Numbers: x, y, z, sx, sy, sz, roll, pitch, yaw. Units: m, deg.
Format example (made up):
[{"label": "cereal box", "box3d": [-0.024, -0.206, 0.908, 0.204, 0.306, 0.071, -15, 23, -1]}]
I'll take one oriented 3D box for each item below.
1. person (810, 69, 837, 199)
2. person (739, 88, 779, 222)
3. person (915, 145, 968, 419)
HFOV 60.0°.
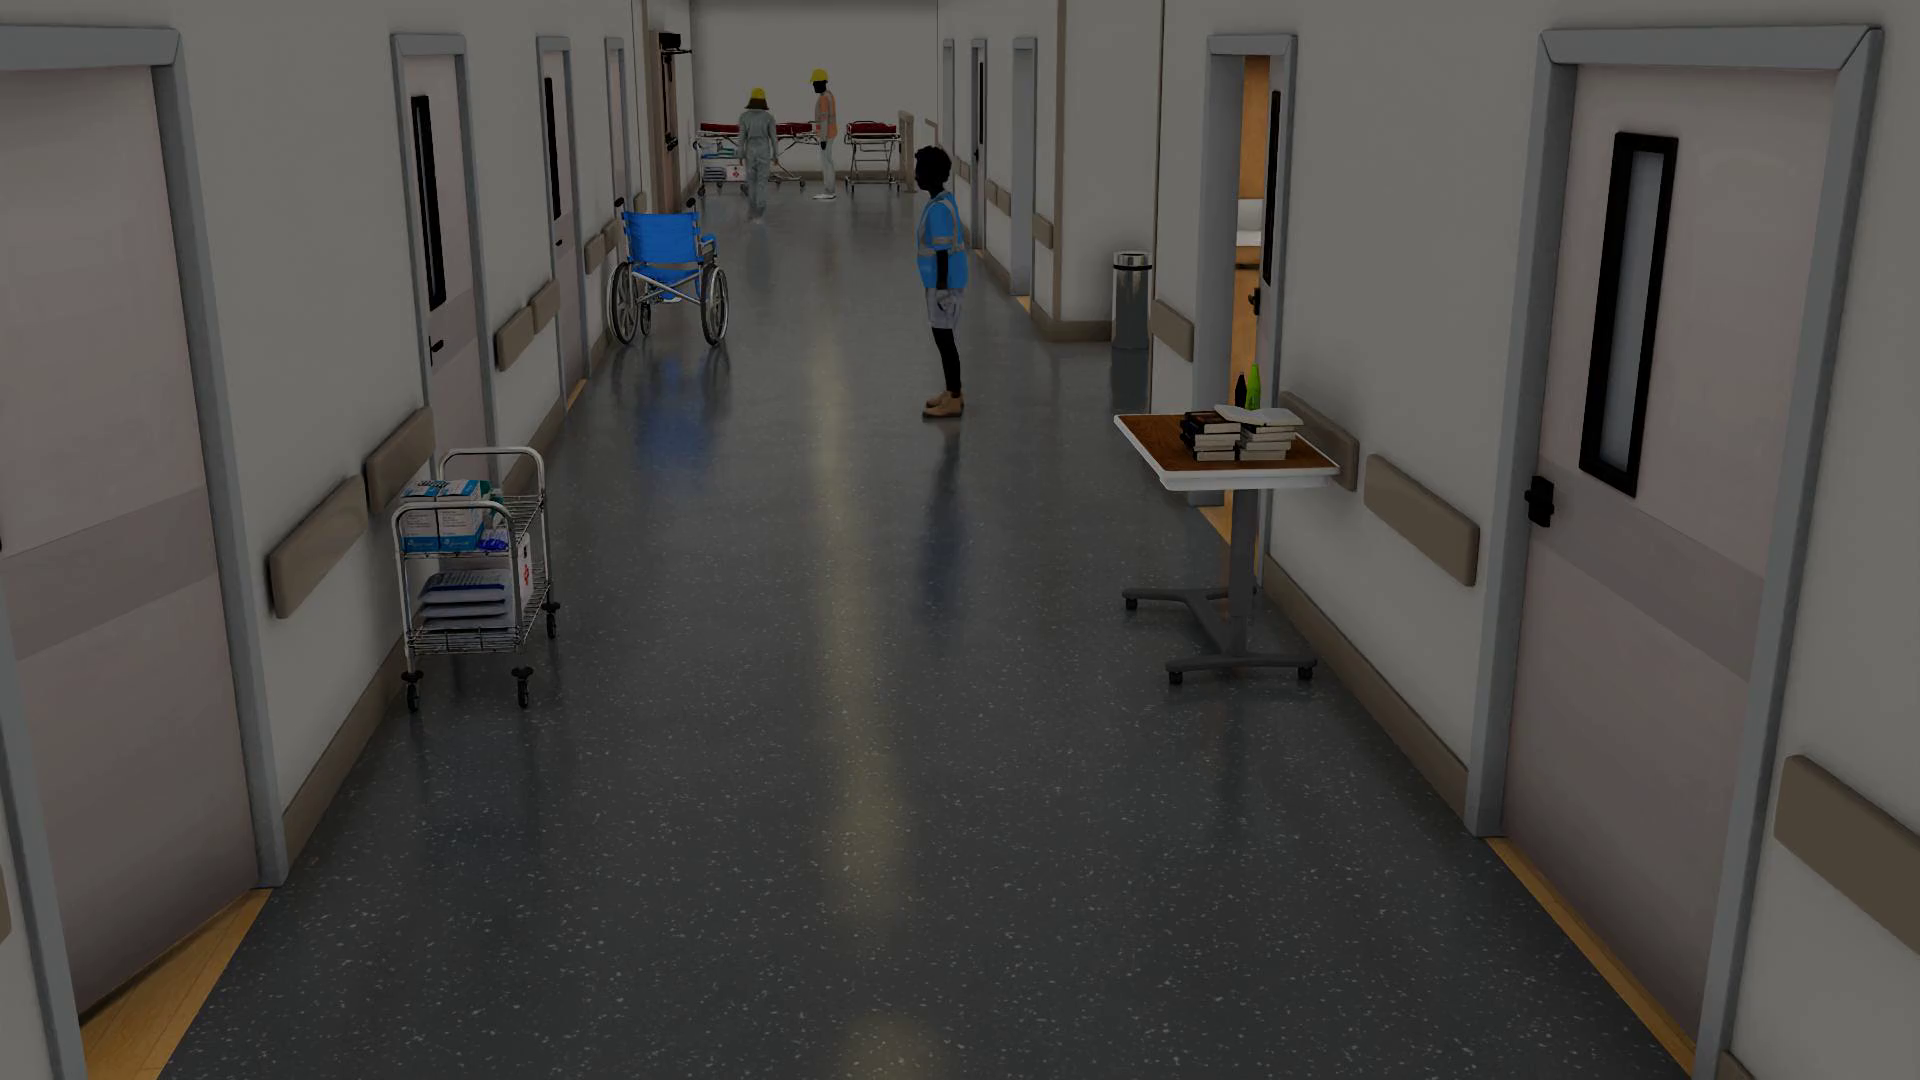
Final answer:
[{"label": "person", "box3d": [-2.056, -6.120, 25.116, 0.399, 1.918, 0.587, 0, 17, 1]}, {"label": "person", "box3d": [-2.656, -5.118, 22.094, 0.511, 1.709, 0.769, 1, 17, 3]}, {"label": "person", "box3d": [-0.110, -1.609, 10.422, 0.324, 1.689, 0.548, 1, 17, 2]}]
